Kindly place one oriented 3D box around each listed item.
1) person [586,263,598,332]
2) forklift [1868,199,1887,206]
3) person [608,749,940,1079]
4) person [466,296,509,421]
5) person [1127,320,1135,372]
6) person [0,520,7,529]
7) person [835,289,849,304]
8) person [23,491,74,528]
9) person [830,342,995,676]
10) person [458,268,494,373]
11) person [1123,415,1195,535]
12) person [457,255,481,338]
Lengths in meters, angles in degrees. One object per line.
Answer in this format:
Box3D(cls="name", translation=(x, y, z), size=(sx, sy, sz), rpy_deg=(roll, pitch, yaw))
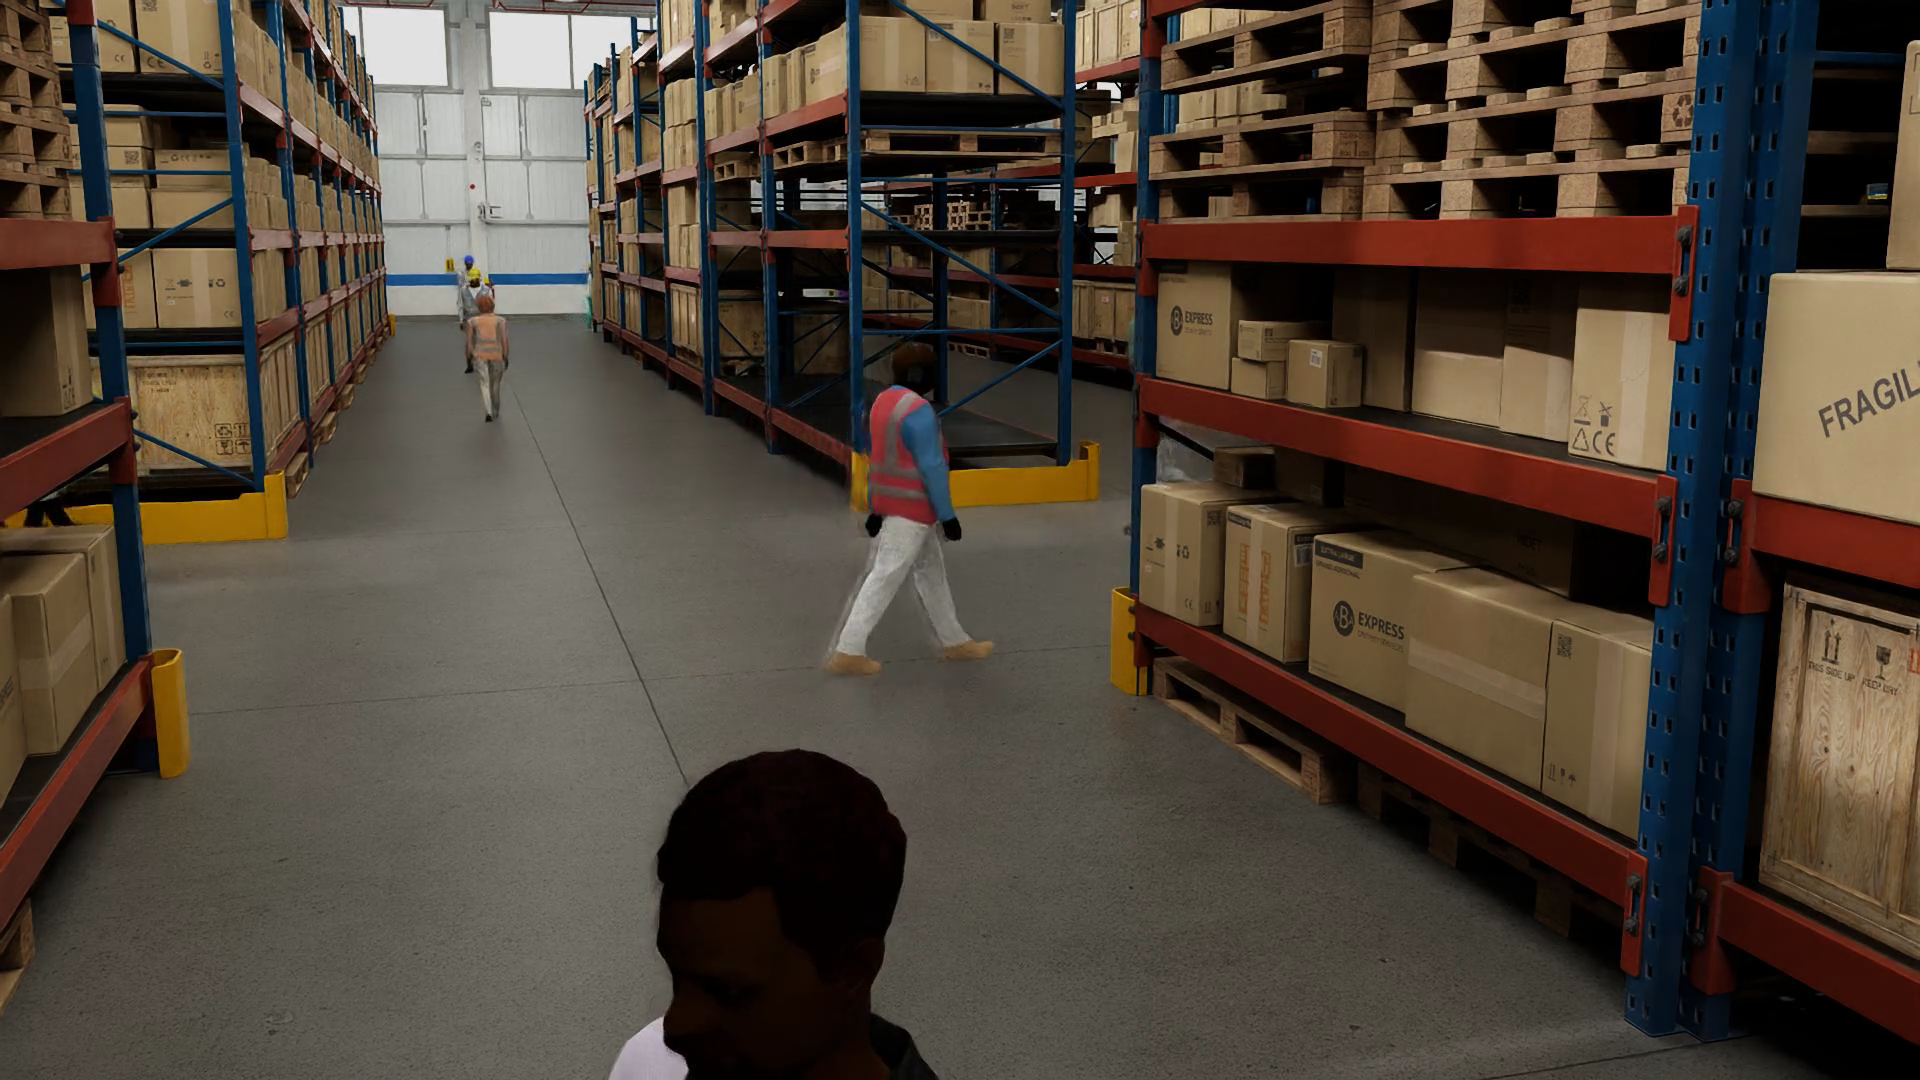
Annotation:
Box3D(cls="person", translation=(-9.108, -6.042, 41.313), size=(0.461, 1.748, 0.527), rpy_deg=(-4, 11, -19))
Box3D(cls="forklift", translation=(11.338, -2.915, 21.052), size=(1.129, 2.768, 1.873), rpy_deg=(-3, 11, -17))
Box3D(cls="person", translation=(-0.135, 1.116, 1.595), size=(0.593, 1.918, 0.391), rpy_deg=(9, 14, 40))
Box3D(cls="person", translation=(-6.067, -2.334, 21.377), size=(0.524, 1.598, 0.859), rpy_deg=(-3, 11, -16))
Box3D(cls="person", translation=(2.382, -2.276, 21.120), size=(0.513, 1.592, 0.872), rpy_deg=(1, 10, 6))
Box3D(cls="person", translation=(-6.562, -0.553, 10.898), size=(1.011, 1.866, 0.625), rpy_deg=(1, 10, 4))
Box3D(cls="person", translation=(-2.539, -5.234, 36.374), size=(0.374, 1.929, 0.542), rpy_deg=(5, 11, 25))
Box3D(cls="person", translation=(-6.406, -0.548, 11.408), size=(0.879, 1.649, 0.548), rpy_deg=(2, 10, 9))
Box3D(cls="person", translation=(-0.287, -0.163, 8.967), size=(0.976, 1.799, 0.621), rpy_deg=(-3, 11, -18))
Box3D(cls="person", translation=(-8.354, -3.784, 28.721), size=(0.588, 1.822, 0.403), rpy_deg=(-2, 10, -9))
Box3D(cls="person", translation=(1.652, -0.950, 12.926), size=(0.672, 1.913, 0.633), rpy_deg=(2, 10, 9))
Box3D(cls="person", translation=(-11.331, -5.629, 38.533), size=(0.433, 1.928, 0.637), rpy_deg=(9, 14, 41))
